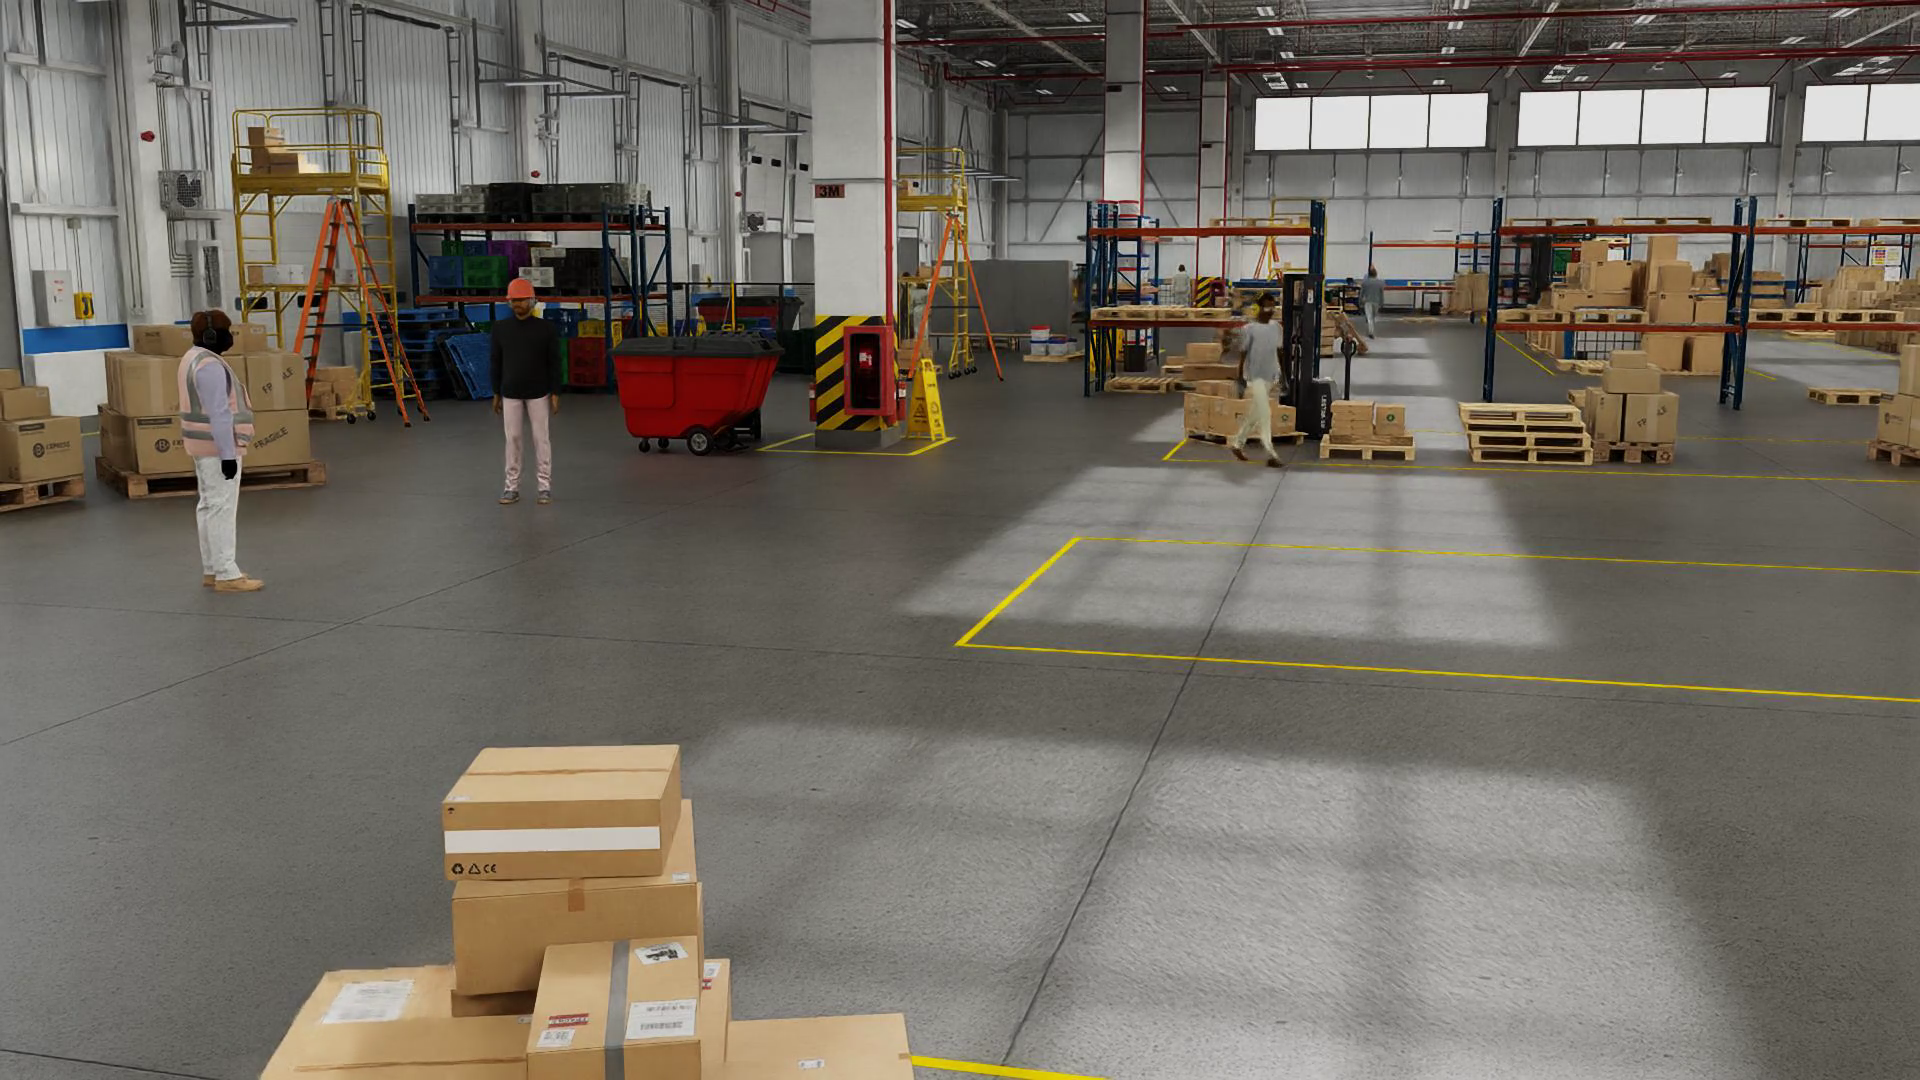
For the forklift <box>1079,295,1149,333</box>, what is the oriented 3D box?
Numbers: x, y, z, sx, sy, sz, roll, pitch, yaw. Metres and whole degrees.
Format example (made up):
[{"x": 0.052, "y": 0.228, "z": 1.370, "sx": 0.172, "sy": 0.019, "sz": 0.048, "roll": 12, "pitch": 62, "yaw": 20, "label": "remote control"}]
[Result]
[{"x": 4.408, "y": -7.276, "z": 47.242, "sx": 1.873, "sy": 2.768, "sz": 1.129, "roll": 2, "pitch": 10, "yaw": 14, "label": "forklift"}]

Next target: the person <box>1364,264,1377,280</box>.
[{"x": 15.677, "y": -9.565, "z": 63.481, "sx": 0.545, "sy": 1.942, "sz": 0.354, "roll": 7, "pitch": 12, "yaw": 35, "label": "person"}]

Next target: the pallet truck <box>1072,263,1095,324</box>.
[{"x": 4.325, "y": -8.180, "z": 55.162, "sx": 0.823, "sy": 1.965, "sz": 1.885, "roll": 6, "pitch": 11, "yaw": 31, "label": "pallet truck"}]

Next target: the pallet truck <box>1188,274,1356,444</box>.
[{"x": 3.653, "y": -2.138, "z": 19.590, "sx": 1.885, "sy": 1.965, "sz": 0.823, "roll": -4, "pitch": 10, "yaw": -20, "label": "pallet truck"}]

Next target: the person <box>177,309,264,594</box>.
[{"x": -4.826, "y": -0.575, "z": 10.846, "sx": 0.429, "sy": 1.842, "sz": 0.633, "roll": -7, "pitch": 12, "yaw": -36, "label": "person"}]

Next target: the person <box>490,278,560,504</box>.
[{"x": -3.837, "y": -1.303, "z": 14.673, "sx": 0.608, "sy": 1.996, "sz": 0.380, "roll": 0, "pitch": 10, "yaw": 0, "label": "person"}]

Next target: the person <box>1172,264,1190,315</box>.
[{"x": 7.794, "y": -8.739, "z": 58.623, "sx": 0.636, "sy": 1.938, "sz": 0.355, "roll": 2, "pitch": 10, "yaw": 14, "label": "person"}]

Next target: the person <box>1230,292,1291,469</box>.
[{"x": 3.152, "y": -1.690, "z": 17.490, "sx": 0.502, "sy": 1.825, "sz": 0.975, "roll": -6, "pitch": 11, "yaw": -30, "label": "person"}]

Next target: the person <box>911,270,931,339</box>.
[{"x": -0.972, "y": -5.708, "z": 40.938, "sx": 0.585, "sy": 1.883, "sz": 0.340, "roll": 3, "pitch": 10, "yaw": 19, "label": "person"}]

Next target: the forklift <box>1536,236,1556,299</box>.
[{"x": 18.277, "y": -8.092, "z": 52.050, "sx": 1.873, "sy": 2.768, "sz": 1.129, "roll": 2, "pitch": 10, "yaw": 14, "label": "forklift"}]

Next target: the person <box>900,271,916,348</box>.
[{"x": -1.298, "y": -5.562, "z": 40.195, "sx": 0.517, "sy": 1.843, "sz": 0.326, "roll": 0, "pitch": 10, "yaw": -2, "label": "person"}]

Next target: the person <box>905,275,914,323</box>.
[{"x": -1.597, "y": -7.785, "z": 53.922, "sx": 0.530, "sy": 1.624, "sz": 0.369, "roll": 2, "pitch": 10, "yaw": 9, "label": "person"}]

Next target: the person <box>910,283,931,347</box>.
[{"x": -0.917, "y": -5.360, "z": 39.470, "sx": 0.481, "sy": 1.687, "sz": 0.832, "roll": 6, "pitch": 12, "yaw": 33, "label": "person"}]

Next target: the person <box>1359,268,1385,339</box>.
[{"x": 11.128, "y": -6.387, "z": 44.931, "sx": 0.642, "sy": 1.897, "sz": 1.025, "roll": 0, "pitch": 10, "yaw": 2, "label": "person"}]
